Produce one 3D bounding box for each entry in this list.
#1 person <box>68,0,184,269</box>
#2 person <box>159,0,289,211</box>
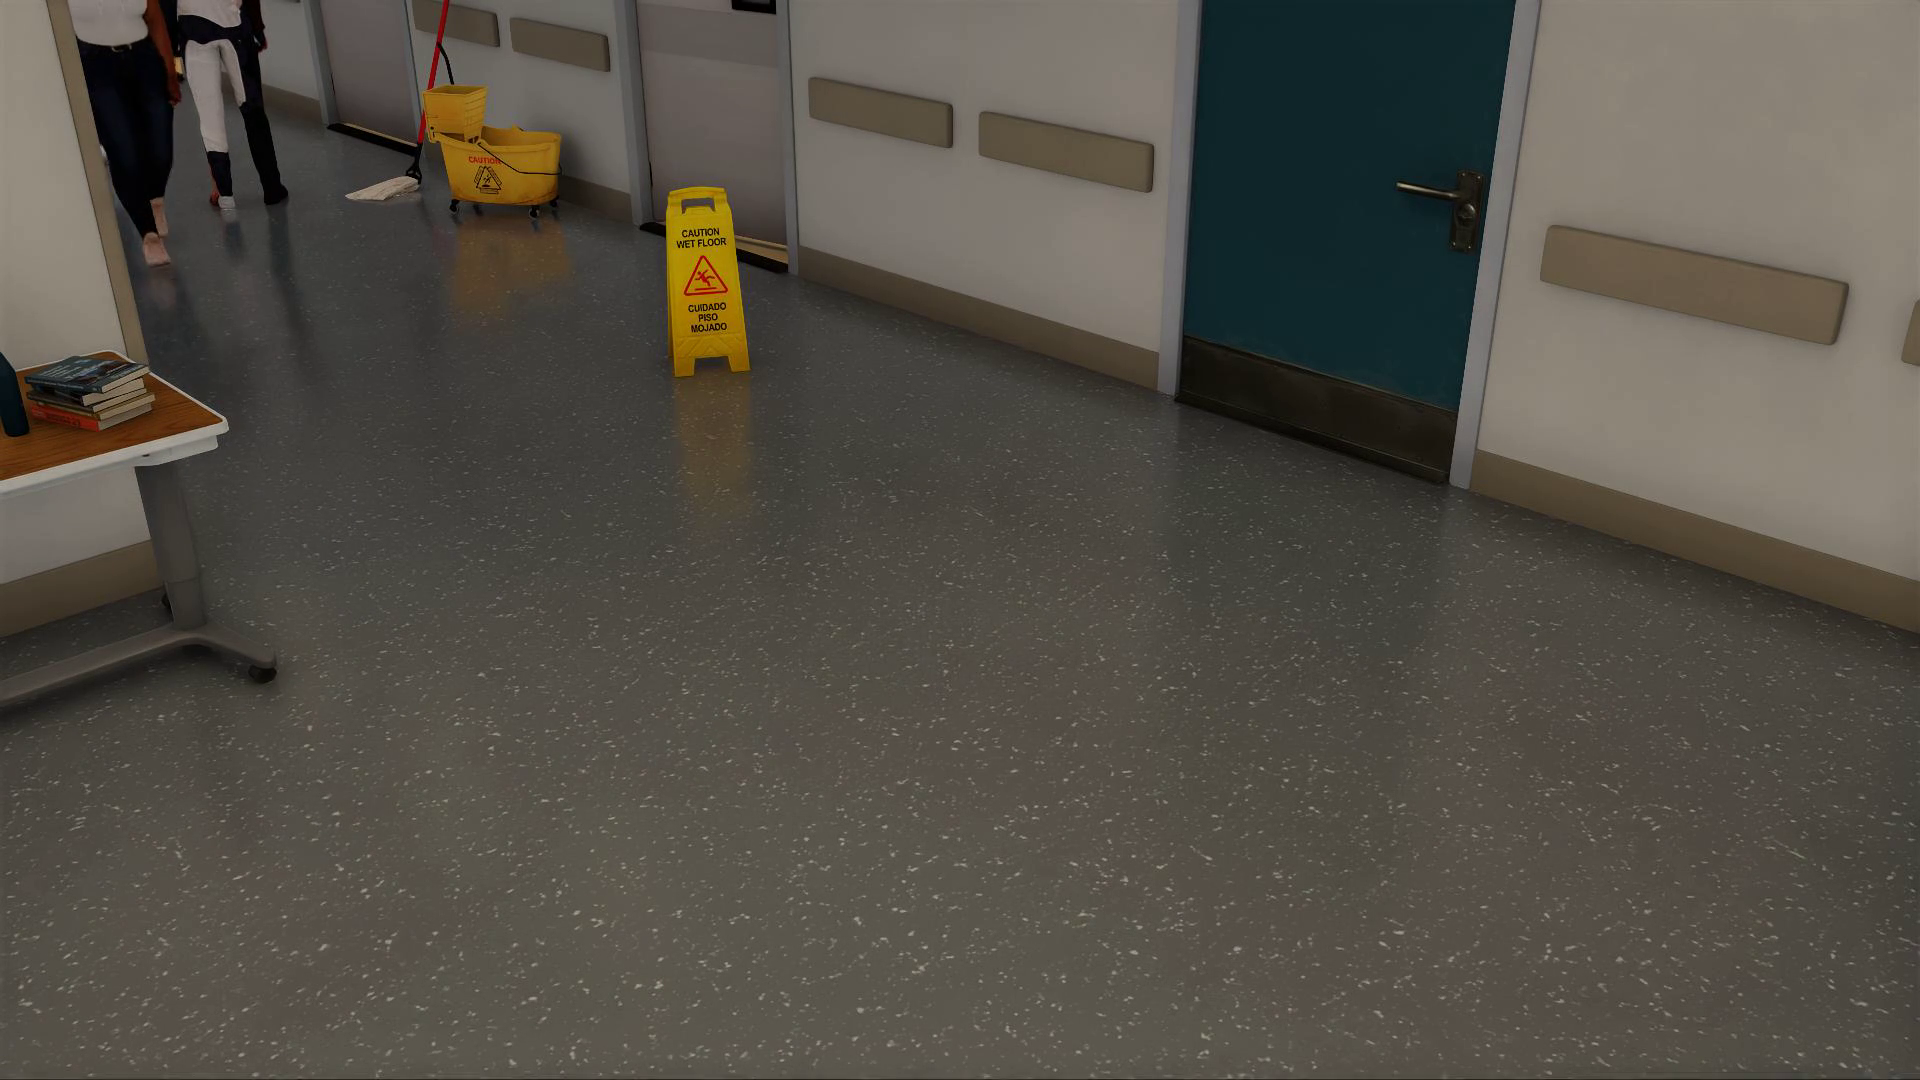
[{"bbox_3d":[-4.157,-2.287,8.255,0.820,1.776,1.202,-15,30,-29],"label":"person"},{"bbox_3d":[-4.110,-2.797,9.179,0.753,1.892,0.719,-11,28,-22],"label":"person"}]
